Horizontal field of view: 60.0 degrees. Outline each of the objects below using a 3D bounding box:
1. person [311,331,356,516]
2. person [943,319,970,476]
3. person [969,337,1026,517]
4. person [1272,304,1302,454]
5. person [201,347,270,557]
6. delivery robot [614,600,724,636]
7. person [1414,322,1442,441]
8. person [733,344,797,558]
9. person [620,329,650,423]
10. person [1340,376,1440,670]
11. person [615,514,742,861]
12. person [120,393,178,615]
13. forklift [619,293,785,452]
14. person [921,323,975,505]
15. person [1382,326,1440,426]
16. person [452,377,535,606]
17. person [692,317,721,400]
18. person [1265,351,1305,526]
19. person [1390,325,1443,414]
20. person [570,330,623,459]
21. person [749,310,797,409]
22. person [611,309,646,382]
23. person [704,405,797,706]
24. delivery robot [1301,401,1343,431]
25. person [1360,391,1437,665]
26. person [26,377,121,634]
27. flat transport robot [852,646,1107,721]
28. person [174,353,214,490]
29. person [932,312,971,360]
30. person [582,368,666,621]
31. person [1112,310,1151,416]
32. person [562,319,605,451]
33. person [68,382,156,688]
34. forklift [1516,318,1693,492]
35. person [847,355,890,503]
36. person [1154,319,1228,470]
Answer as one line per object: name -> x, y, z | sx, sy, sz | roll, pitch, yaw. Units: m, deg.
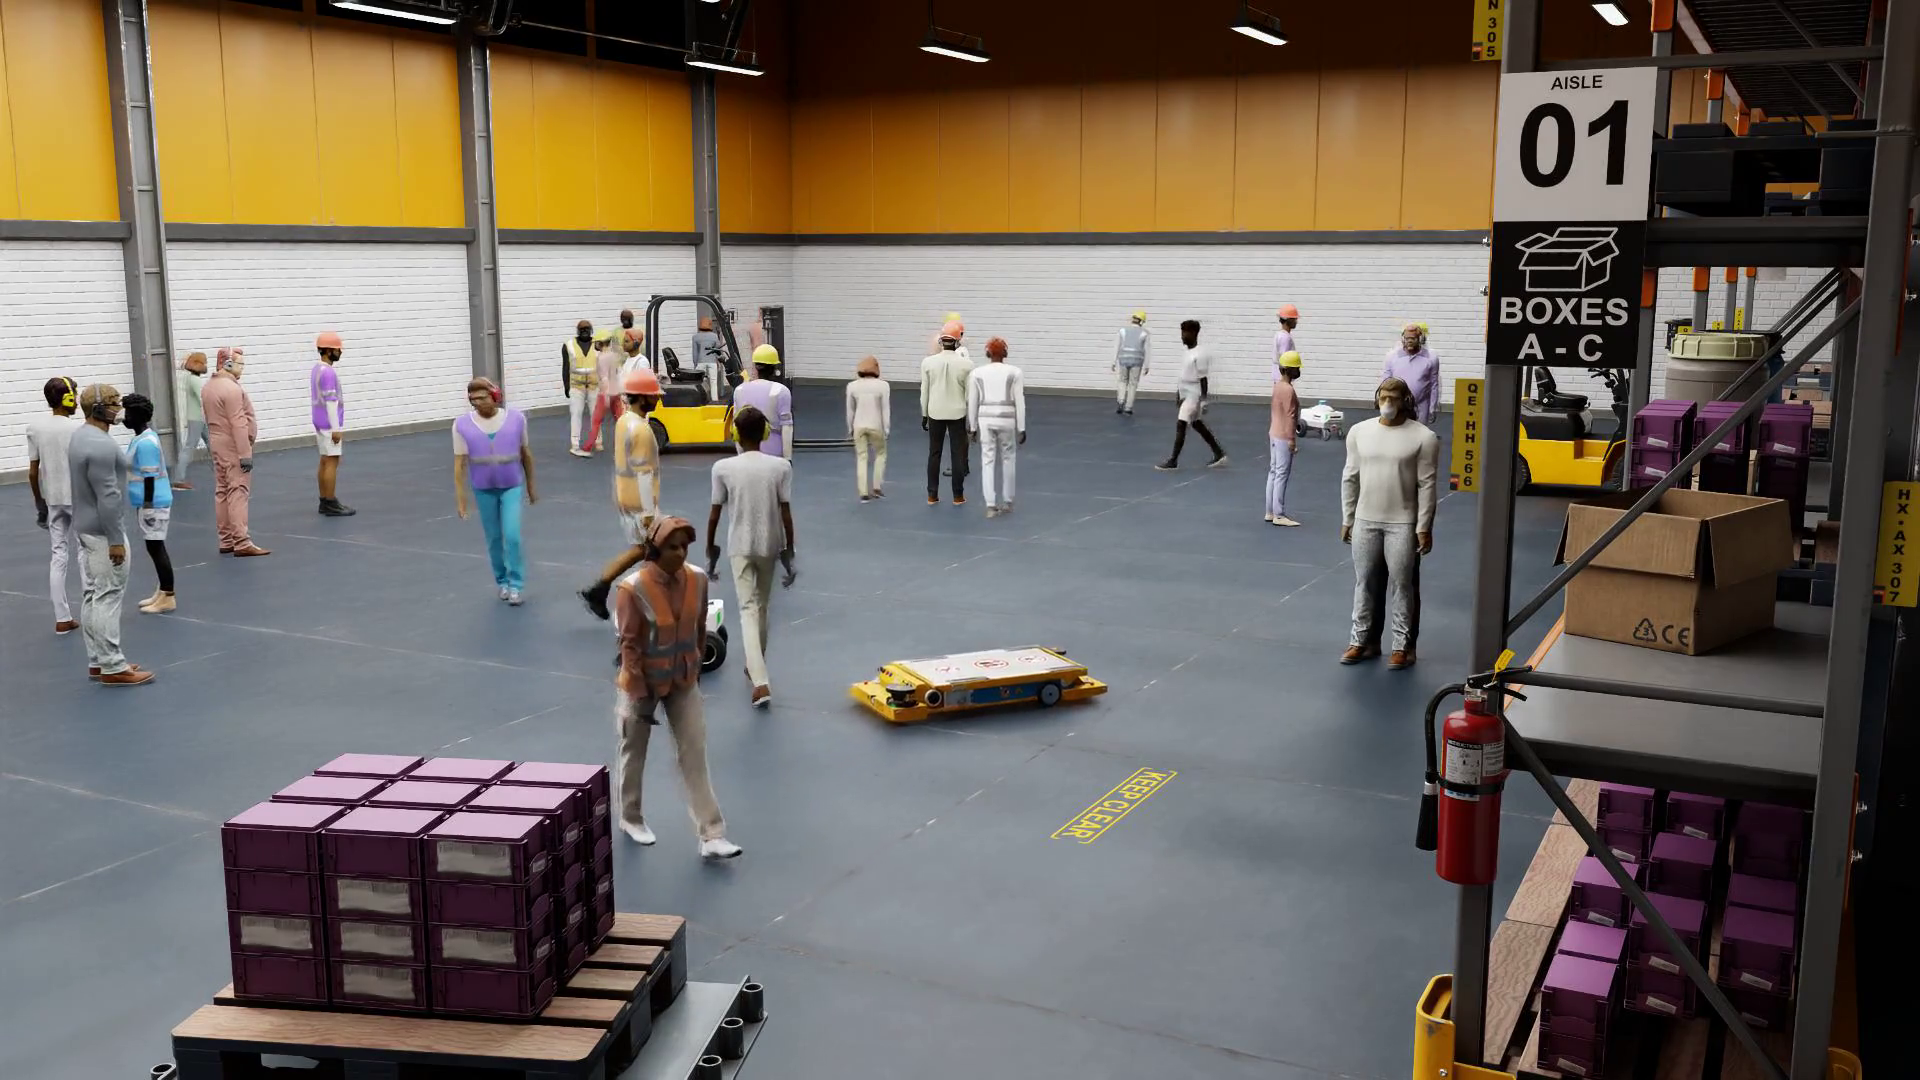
person -> -6.579, -1.218, 17.435 | 0.378, 1.932, 0.551 | -6, 12, -33
person -> -0.067, -1.748, 20.496 | 0.375, 1.935, 0.551 | 2, 10, 11
person -> 0.407, -1.198, 17.532 | 0.622, 1.853, 0.864 | 2, 10, 12
person -> 4.487, -2.210, 22.866 | 0.378, 2.041, 0.615 | 1, 10, 4
person -> -6.588, -0.800, 15.115 | 0.639, 1.901, 0.406 | 10, 14, 44
delivery robot -> -1.929, 0.528, 11.043 | 0.707, 0.478, 0.477 | -1, 10, -7
person -> 6.372, -2.167, 23.388 | 0.948, 1.774, 0.605 | -1, 10, -8
person -> -1.762, -0.800, 15.035 | 0.589, 1.927, 0.387 | 4, 11, 23
person -> -3.718, -1.471, 19.043 | 0.356, 1.885, 0.574 | -6, 11, -30
person -> 2.827, -0.113, 11.026 | 0.631, 1.940, 0.372 | 5, 11, 29
person -> -1.318, 0.665, 7.514 | 0.508, 1.580, 0.832 | -8, 13, -40
person -> -6.195, -0.278, 12.709 | 0.322, 1.693, 0.539 | -5, 11, -28
forklift -> -3.588, -2.317, 23.042 | 2.313, 2.155, 1.214 | -1, 10, -5
person -> -0.125, -1.366, 18.161 | 0.619, 1.989, 0.396 | 2, 10, 9
person -> 5.227, -1.537, 19.365 | 0.650, 1.906, 0.401 | 3, 10, 17
person -> -3.625, -0.378, 12.978 | 0.599, 1.786, 0.743 | -3, 10, -15
person -> -4.402, -3.055, 28.938 | 0.500, 1.633, 0.285 | -1, 10, -5
person -> 3.299, -1.027, 16.816 | 0.328, 1.767, 0.532 | -1, 10, -5
person -> 5.591, -1.709, 20.501 | 0.664, 1.860, 0.998 | 1, 10, 6
person -> -4.775, -1.925, 22.123 | 0.858, 1.723, 0.519 | 2, 10, 9
person -> -3.219, -2.999, 27.998 | 0.655, 1.843, 1.025 | 7, 12, 34
person -> -5.429, -2.893, 27.438 | 0.643, 1.828, 0.580 | 1, 10, 6
person -> -1.295, 0.083, 10.269 | 0.542, 1.822, 0.988 | -3, 10, -16
delivery robot -> 5.365, -1.821, 24.642 | 0.477, 0.478, 0.707 | -4, 11, -22
person -> 2.917, -0.086, 11.138 | 0.518, 1.843, 0.332 | 6, 11, 30
person -> -6.416, -0.243, 11.996 | 0.518, 1.865, 0.329 | 0, 10, 2
flat transport robot -> 0.122, 0.862, 10.203 | 1.431, 0.197, 0.652 | -5, 11, -25
person -> -8.797, -1.386, 19.390 | 0.855, 1.582, 0.528 | -6, 11, -31
person -> -0.170, -2.459, 24.771 | 0.595, 1.887, 0.937 | -7, 12, -35
person -> -2.389, -0.293, 12.135 | 0.656, 1.917, 0.555 | -5, 11, -27
person -> 2.903, -2.982, 28.052 | 0.651, 1.792, 0.447 | 3, 10, 19
person -> -5.175, -2.129, 23.021 | 0.631, 1.837, 0.430 | -3, 10, -16
person -> -5.435, -0.035, 10.573 | 0.371, 1.939, 0.629 | -8, 12, -37
forklift -> 7.066, -1.601, 18.899 | 2.313, 2.155, 1.214 | 5, 11, 27
person -> -0.992, -1.228, 18.381 | 0.519, 1.612, 0.553 | 2, 10, 13
person -> 2.982, -1.847, 21.127 | 0.996, 1.924, 0.619 | -2, 10, -12
